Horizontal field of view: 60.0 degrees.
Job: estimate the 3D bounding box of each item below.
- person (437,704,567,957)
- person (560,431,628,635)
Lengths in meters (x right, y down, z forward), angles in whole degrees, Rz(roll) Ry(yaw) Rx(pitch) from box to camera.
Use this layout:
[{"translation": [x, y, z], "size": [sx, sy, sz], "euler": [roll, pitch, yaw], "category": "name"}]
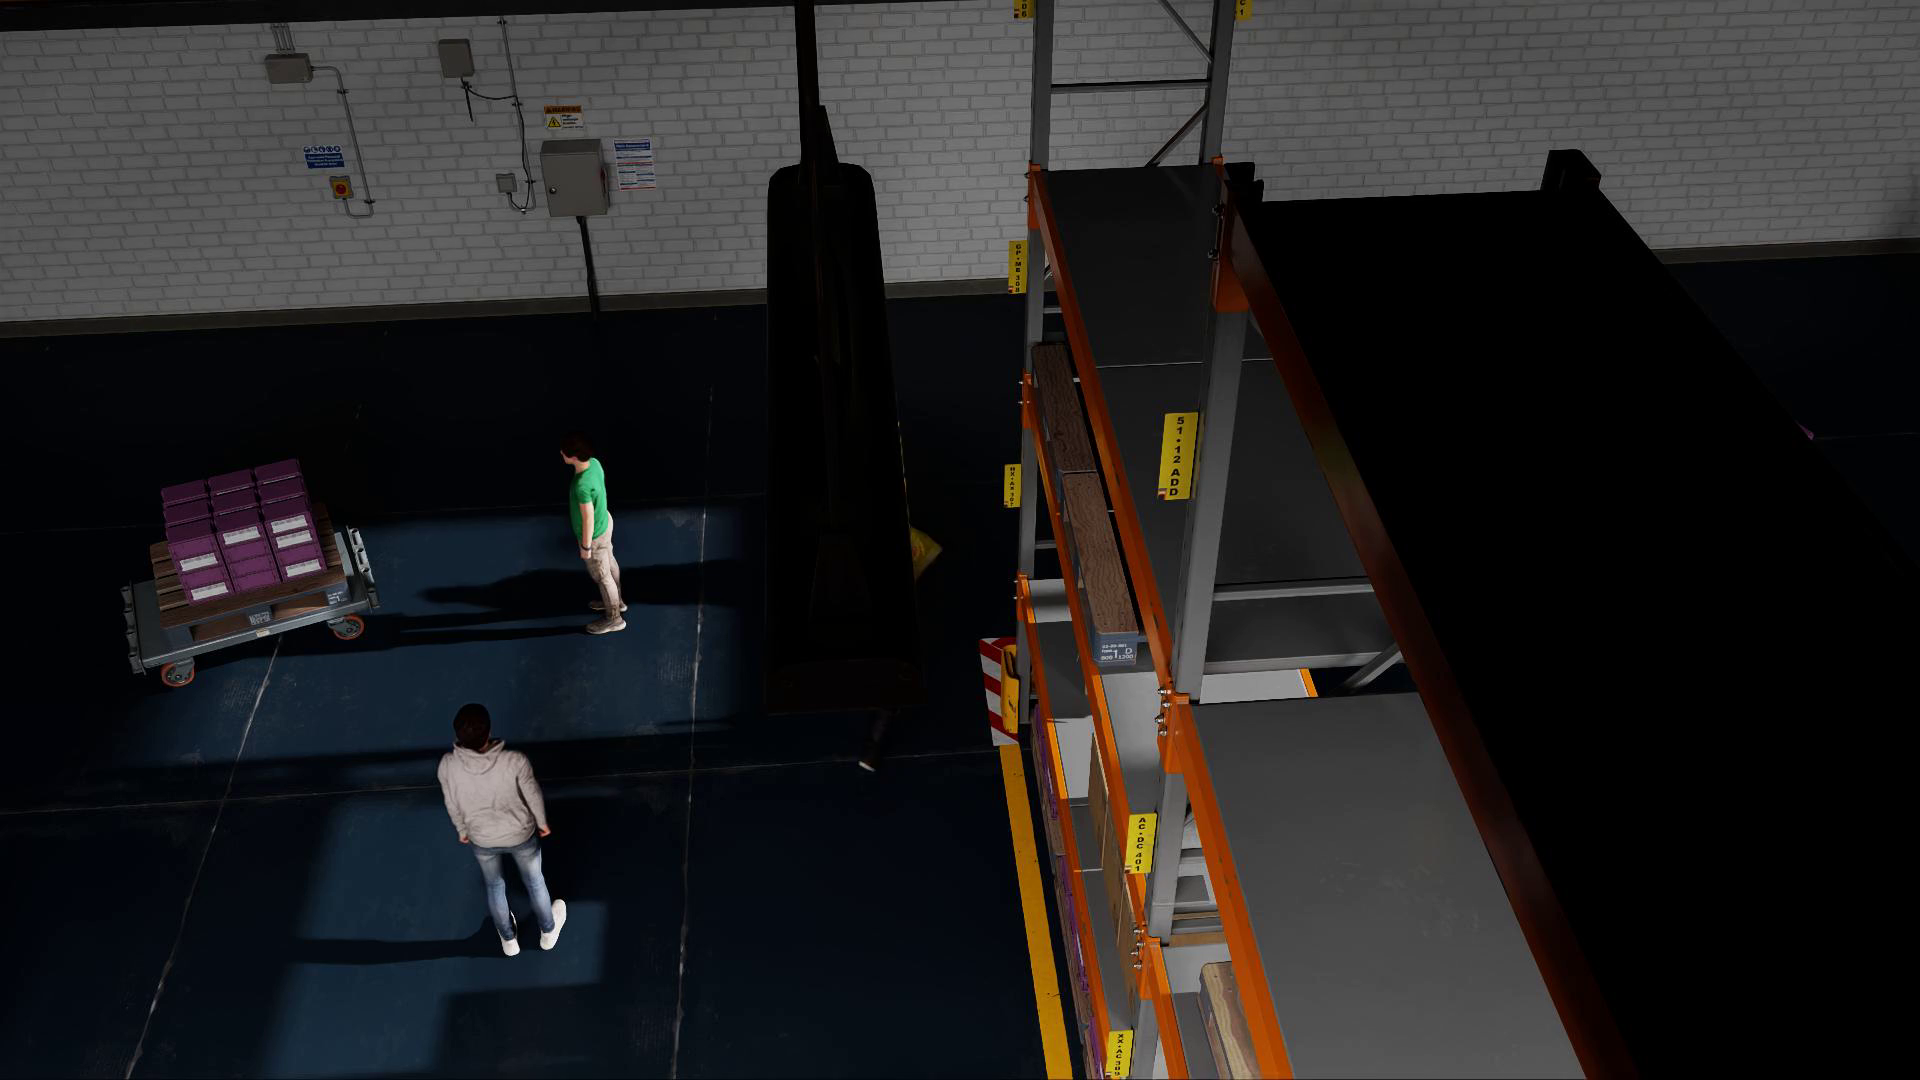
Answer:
[{"translation": [-2.578, 1.632, 9.322], "size": [0.686, 1.852, 0.590], "euler": [-6, 39, -8], "category": "person"}, {"translation": [-2.543, -0.072, 11.618], "size": [0.636, 1.651, 0.460], "euler": [-2, 39, -2], "category": "person"}]
